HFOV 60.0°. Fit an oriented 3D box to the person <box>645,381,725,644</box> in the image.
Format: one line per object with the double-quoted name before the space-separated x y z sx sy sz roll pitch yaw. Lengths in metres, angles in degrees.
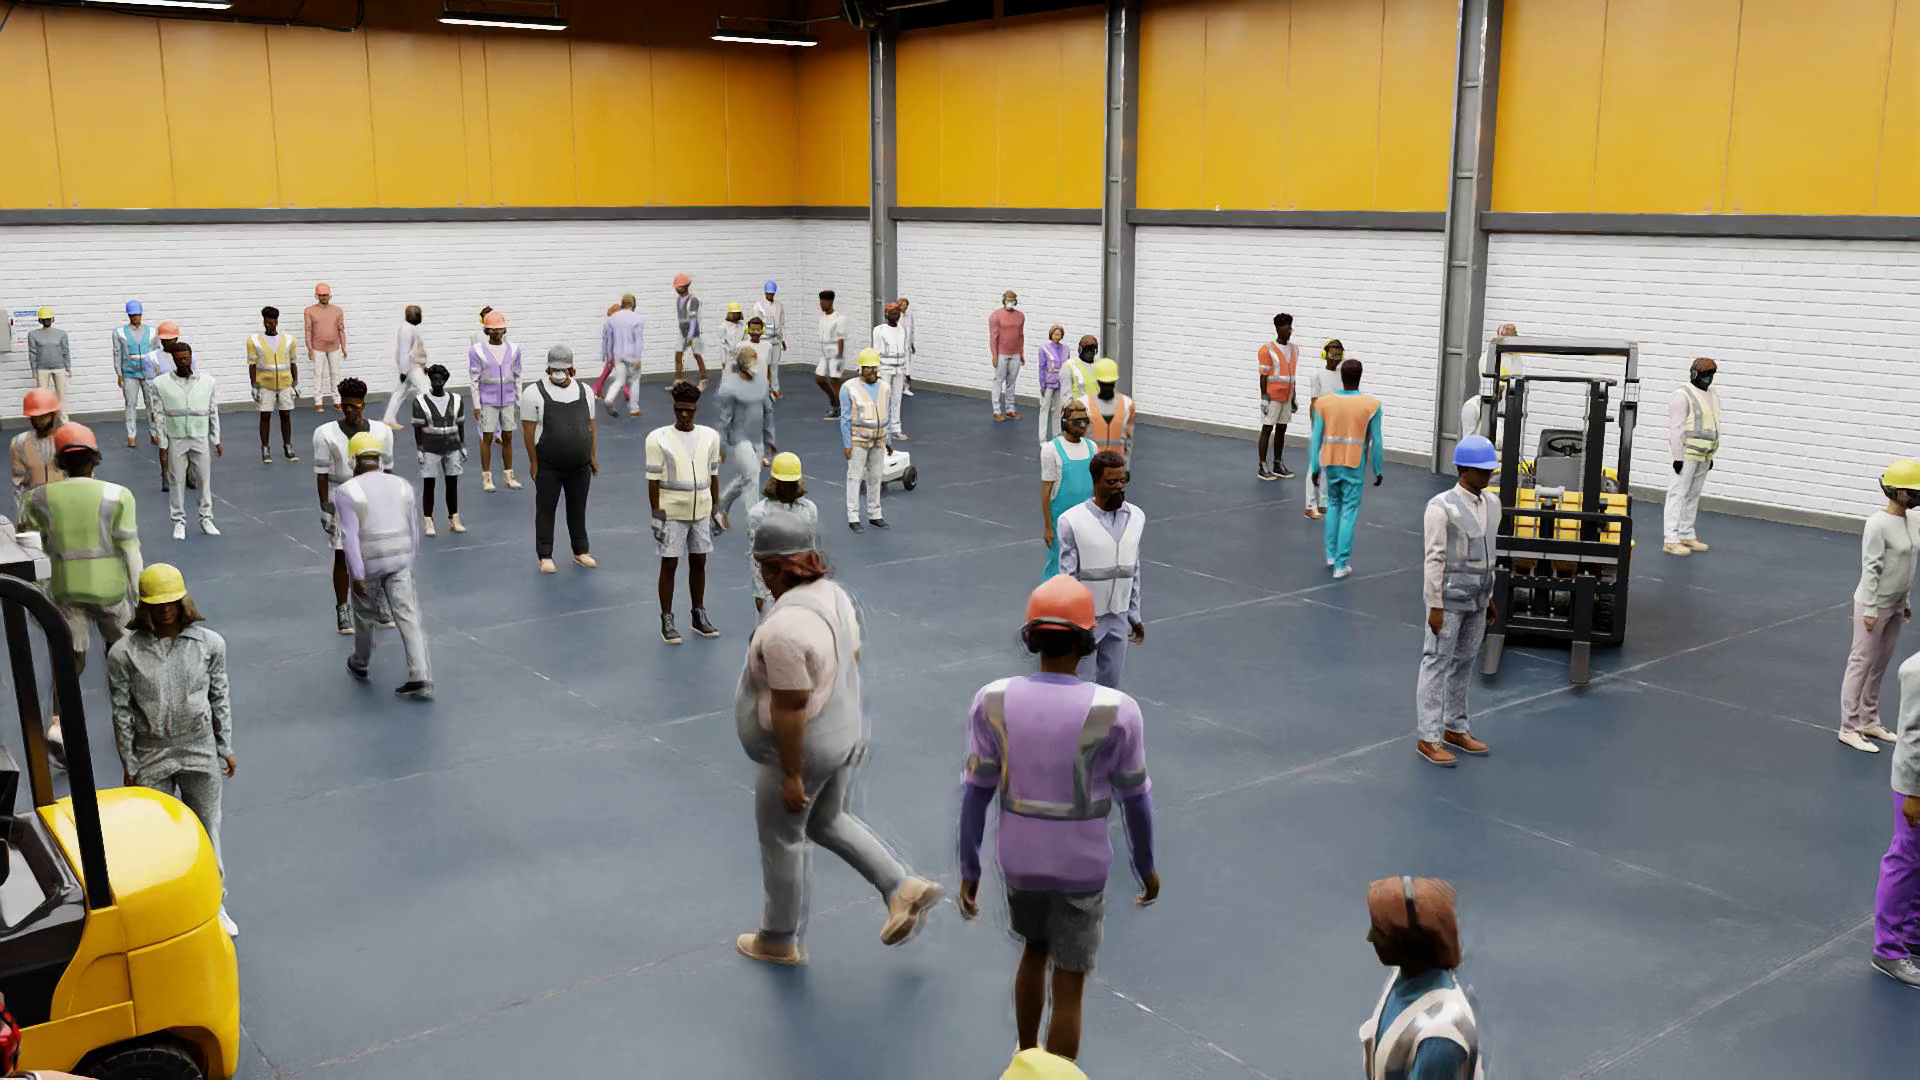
"person" -2.051 -0.214 12.459 0.605 1.962 0.373 -8 14 -34

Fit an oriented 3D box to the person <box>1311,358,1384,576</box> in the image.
"person" 3.447 -0.652 14.736 0.598 1.895 0.726 7 14 31

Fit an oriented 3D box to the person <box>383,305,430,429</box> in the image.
"person" -7.824 -2.454 23.734 1.004 1.788 0.617 -4 12 -17

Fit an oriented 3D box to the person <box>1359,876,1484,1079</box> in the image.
"person" 1.199 1.641 4.303 0.378 1.624 0.532 0 12 -2

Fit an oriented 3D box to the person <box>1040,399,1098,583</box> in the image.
"person" 0.820 -0.124 12.307 0.506 1.847 0.350 -8 14 -34

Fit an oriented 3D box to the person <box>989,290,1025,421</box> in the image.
"person" 0.712 -2.745 24.750 0.628 1.936 0.377 -8 14 -34

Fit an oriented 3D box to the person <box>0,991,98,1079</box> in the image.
"person" -1.973 1.725 3.395 0.564 1.839 0.395 -8 14 -34

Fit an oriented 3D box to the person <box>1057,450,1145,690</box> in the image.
"person" 0.793 0.437 9.428 0.588 1.917 0.398 -8 14 -34

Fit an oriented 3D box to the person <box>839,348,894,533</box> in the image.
"person" -0.910 -0.991 16.525 0.589 1.835 0.404 -8 14 -34

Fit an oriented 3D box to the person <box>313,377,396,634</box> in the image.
"person" -4.607 -0.271 12.736 0.605 1.962 0.373 -8 14 -34

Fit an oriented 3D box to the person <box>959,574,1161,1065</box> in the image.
"person" 0.358 1.122 5.880 0.642 2.016 0.664 5 13 24

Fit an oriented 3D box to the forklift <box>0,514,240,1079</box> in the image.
"forklift" -3.687 1.115 5.480 2.313 2.155 1.214 -9 15 -36

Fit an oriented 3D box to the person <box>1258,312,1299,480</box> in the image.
"person" 3.757 -1.694 19.596 0.605 1.966 0.373 -8 14 -34

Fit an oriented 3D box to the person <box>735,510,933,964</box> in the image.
"person" -0.585 0.845 7.155 0.786 2.000 0.707 4 12 20

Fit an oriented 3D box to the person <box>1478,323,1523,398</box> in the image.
"person" 6.083 -1.469 18.656 0.640 1.910 0.401 -8 14 -34

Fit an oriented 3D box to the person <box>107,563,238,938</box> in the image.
"person" -3.457 0.954 7.348 0.485 1.744 0.308 -8 14 -34

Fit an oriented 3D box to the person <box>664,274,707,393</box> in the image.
"person" -4.643 -3.463 28.044 0.633 1.995 0.907 11 16 43

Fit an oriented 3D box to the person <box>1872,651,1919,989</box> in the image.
"person" 4.167 1.009 7.056 0.563 1.753 0.335 -8 14 -34

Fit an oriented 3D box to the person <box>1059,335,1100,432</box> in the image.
"person" 1.363 -1.304 18.027 0.622 1.840 0.430 -8 14 -34

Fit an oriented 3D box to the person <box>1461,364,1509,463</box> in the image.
"person" 4.786 -0.691 15.091 0.589 1.827 0.404 -8 14 -34

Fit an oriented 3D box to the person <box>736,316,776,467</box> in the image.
"person" -2.494 -1.803 20.379 0.521 1.864 0.334 -8 14 -34

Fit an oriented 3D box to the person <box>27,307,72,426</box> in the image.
"person" -12.903 -2.425 23.614 0.524 1.769 0.325 -8 14 -34

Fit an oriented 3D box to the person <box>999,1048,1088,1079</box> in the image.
"person" 0.232 1.846 3.112 0.542 1.721 0.826 -4 12 -17

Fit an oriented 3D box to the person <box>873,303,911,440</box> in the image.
"person" -0.923 -2.283 22.645 0.574 1.883 0.360 -8 14 -34

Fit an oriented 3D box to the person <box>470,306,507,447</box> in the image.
"person" -6.232 -2.169 22.122 0.521 1.873 0.334 -8 14 -34

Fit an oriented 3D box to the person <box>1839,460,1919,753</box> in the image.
"person" 5.591 0.388 10.026 0.524 1.769 0.325 -8 14 -34

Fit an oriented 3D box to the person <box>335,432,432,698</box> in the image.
"person" -3.879 0.163 11.172 1.008 1.749 0.597 11 16 42

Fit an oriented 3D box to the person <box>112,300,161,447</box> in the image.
"person" -10.933 -2.218 22.172 0.604 1.949 0.398 -8 14 -34

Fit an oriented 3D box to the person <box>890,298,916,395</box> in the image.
"person" -0.969 -3.217 27.741 0.514 1.642 0.314 -8 14 -34

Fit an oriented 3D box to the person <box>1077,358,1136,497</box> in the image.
"person" 1.277 -0.730 15.142 0.599 1.893 0.895 -2 12 -7

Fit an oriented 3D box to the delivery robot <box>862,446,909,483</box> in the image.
"delivery robot" -0.850 -0.846 18.700 0.477 0.478 0.707 5 13 23

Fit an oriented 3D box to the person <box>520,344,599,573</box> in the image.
"person" -3.513 -0.736 14.790 0.675 2.000 0.537 -8 14 -34

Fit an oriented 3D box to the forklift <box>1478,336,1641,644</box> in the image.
"forklift" 4.683 -0.471 13.136 1.214 2.155 2.313 4 12 20

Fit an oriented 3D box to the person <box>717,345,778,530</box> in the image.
"person" -2.147 -0.957 16.198 0.887 1.910 0.630 8 14 32

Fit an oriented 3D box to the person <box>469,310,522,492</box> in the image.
"person" -5.211 -1.566 18.789 0.606 2.045 0.389 -8 14 -34

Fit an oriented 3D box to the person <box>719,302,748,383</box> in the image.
"person" -3.390 -2.715 25.066 0.485 1.744 0.308 -8 14 -34

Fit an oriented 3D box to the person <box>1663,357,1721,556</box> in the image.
"person" 6.851 -0.786 15.529 0.622 1.840 0.430 -8 14 -34

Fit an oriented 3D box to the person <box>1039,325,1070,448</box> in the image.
"person" 1.247 -2.026 22.002 0.514 1.636 0.314 -8 14 -34

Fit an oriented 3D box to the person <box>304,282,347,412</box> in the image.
"person" -9.805 -2.981 25.741 0.611 1.996 0.387 -8 14 -34

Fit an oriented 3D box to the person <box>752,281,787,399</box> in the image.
"person" -3.119 -3.278 27.305 0.604 1.942 0.402 -8 14 -34

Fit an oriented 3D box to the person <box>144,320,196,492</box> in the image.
"person" -8.889 -1.518 18.831 0.544 1.933 0.376 -8 14 -34

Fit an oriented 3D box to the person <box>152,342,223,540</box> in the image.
"person" -7.542 -0.980 16.262 0.588 1.920 0.398 -8 14 -34

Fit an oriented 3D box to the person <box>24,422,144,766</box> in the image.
"person" -5.186 0.314 9.860 0.657 1.999 0.958 -3 12 -12

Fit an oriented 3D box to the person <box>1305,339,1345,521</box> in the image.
"person" 3.808 -1.141 17.183 0.521 1.864 0.334 -8 14 -34

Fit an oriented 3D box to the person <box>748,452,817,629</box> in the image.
"person" -1.094 0.304 10.500 0.485 1.739 0.313 -8 14 -34

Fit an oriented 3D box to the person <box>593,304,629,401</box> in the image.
"person" -5.656 -3.047 27.061 0.884 1.585 0.511 3 12 16

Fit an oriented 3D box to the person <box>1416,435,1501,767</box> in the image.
"person" 2.952 0.345 9.792 0.604 1.949 0.398 -8 14 -34

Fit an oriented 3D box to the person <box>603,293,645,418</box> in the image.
"person" -5.035 -2.718 24.753 0.641 1.898 0.796 4 12 20

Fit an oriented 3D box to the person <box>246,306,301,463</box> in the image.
"person" -8.589 -1.950 20.845 0.605 1.962 0.373 -8 14 -34

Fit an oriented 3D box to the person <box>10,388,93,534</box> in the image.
"person" -6.891 -0.242 12.741 0.557 1.909 0.839 -2 12 -9

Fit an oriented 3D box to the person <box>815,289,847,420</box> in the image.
"person" -1.928 -2.759 24.798 0.411 1.950 0.608 -11 16 -42

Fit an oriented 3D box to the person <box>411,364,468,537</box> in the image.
"person" -5.107 -0.888 16.356 0.533 1.698 0.322 -8 14 -34
